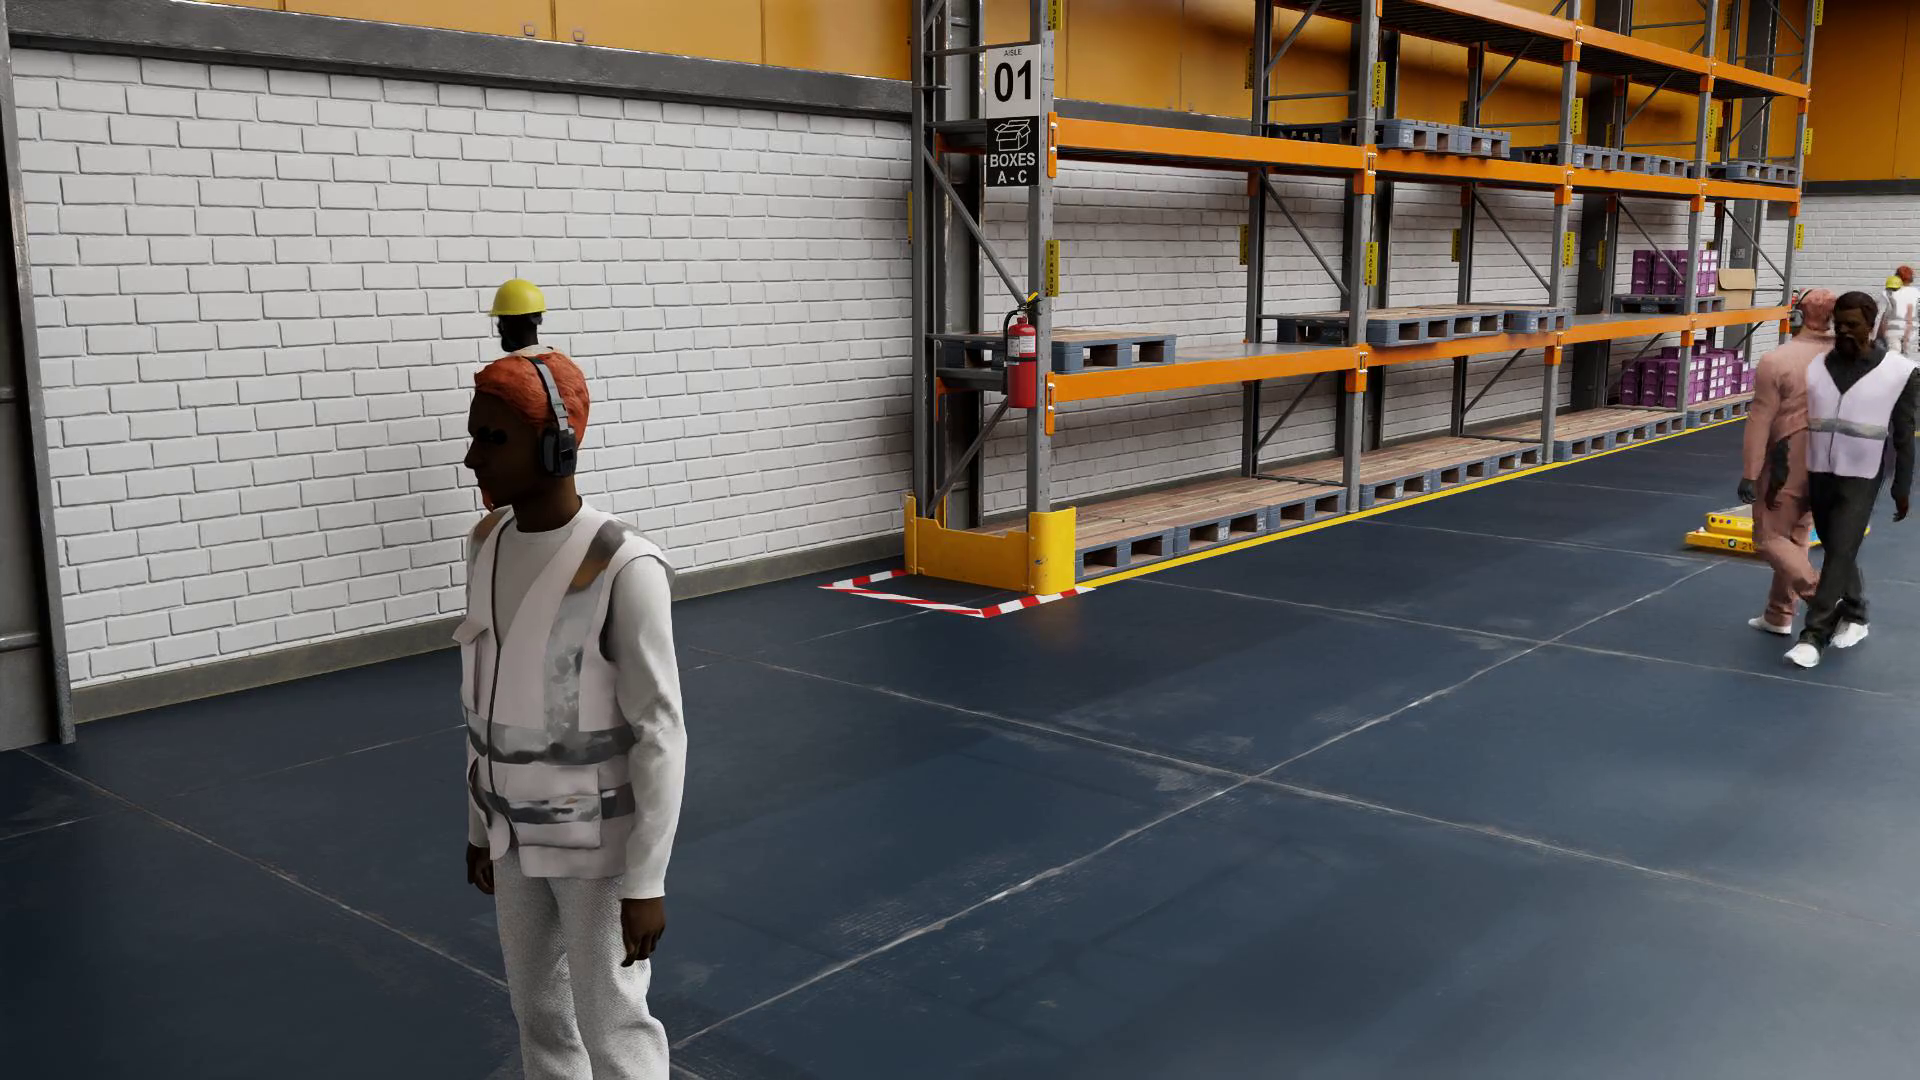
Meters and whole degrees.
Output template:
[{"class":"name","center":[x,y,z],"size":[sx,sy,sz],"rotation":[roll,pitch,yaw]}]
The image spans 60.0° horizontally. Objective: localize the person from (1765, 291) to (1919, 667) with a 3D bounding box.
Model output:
[{"class":"person","center":[4.448,-0.320,8.417],"size":[1.026,1.864,0.613],"rotation":[-8,13,-38]}]

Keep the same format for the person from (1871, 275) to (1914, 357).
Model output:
[{"class":"person","center":[12.350,-2.644,22.054],"size":[0.894,1.725,0.531],"rotation":[-8,13,-39]}]

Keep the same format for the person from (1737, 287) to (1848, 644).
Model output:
[{"class":"person","center":[4.399,-0.369,8.639],"size":[0.643,1.878,0.737],"rotation":[-3,10,-15]}]

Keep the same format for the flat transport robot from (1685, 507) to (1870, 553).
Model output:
[{"class":"flat transport robot","center":[5.763,-0.100,11.684],"size":[1.431,0.197,0.652],"rotation":[-8,13,-39]}]

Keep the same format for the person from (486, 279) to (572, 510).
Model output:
[{"class":"person","center":[-2.084,-0.292,8.069],"size":[0.373,1.925,0.590],"rotation":[3,10,17]}]

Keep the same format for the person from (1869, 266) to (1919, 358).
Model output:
[{"class":"person","center":[12.422,-2.693,22.027],"size":[0.588,1.837,0.999],"rotation":[1,10,7]}]

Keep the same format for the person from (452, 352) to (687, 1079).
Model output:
[{"class":"person","center":[-0.764,0.583,3.205],"size":[0.585,1.882,0.337],"rotation":[9,13,40]}]
